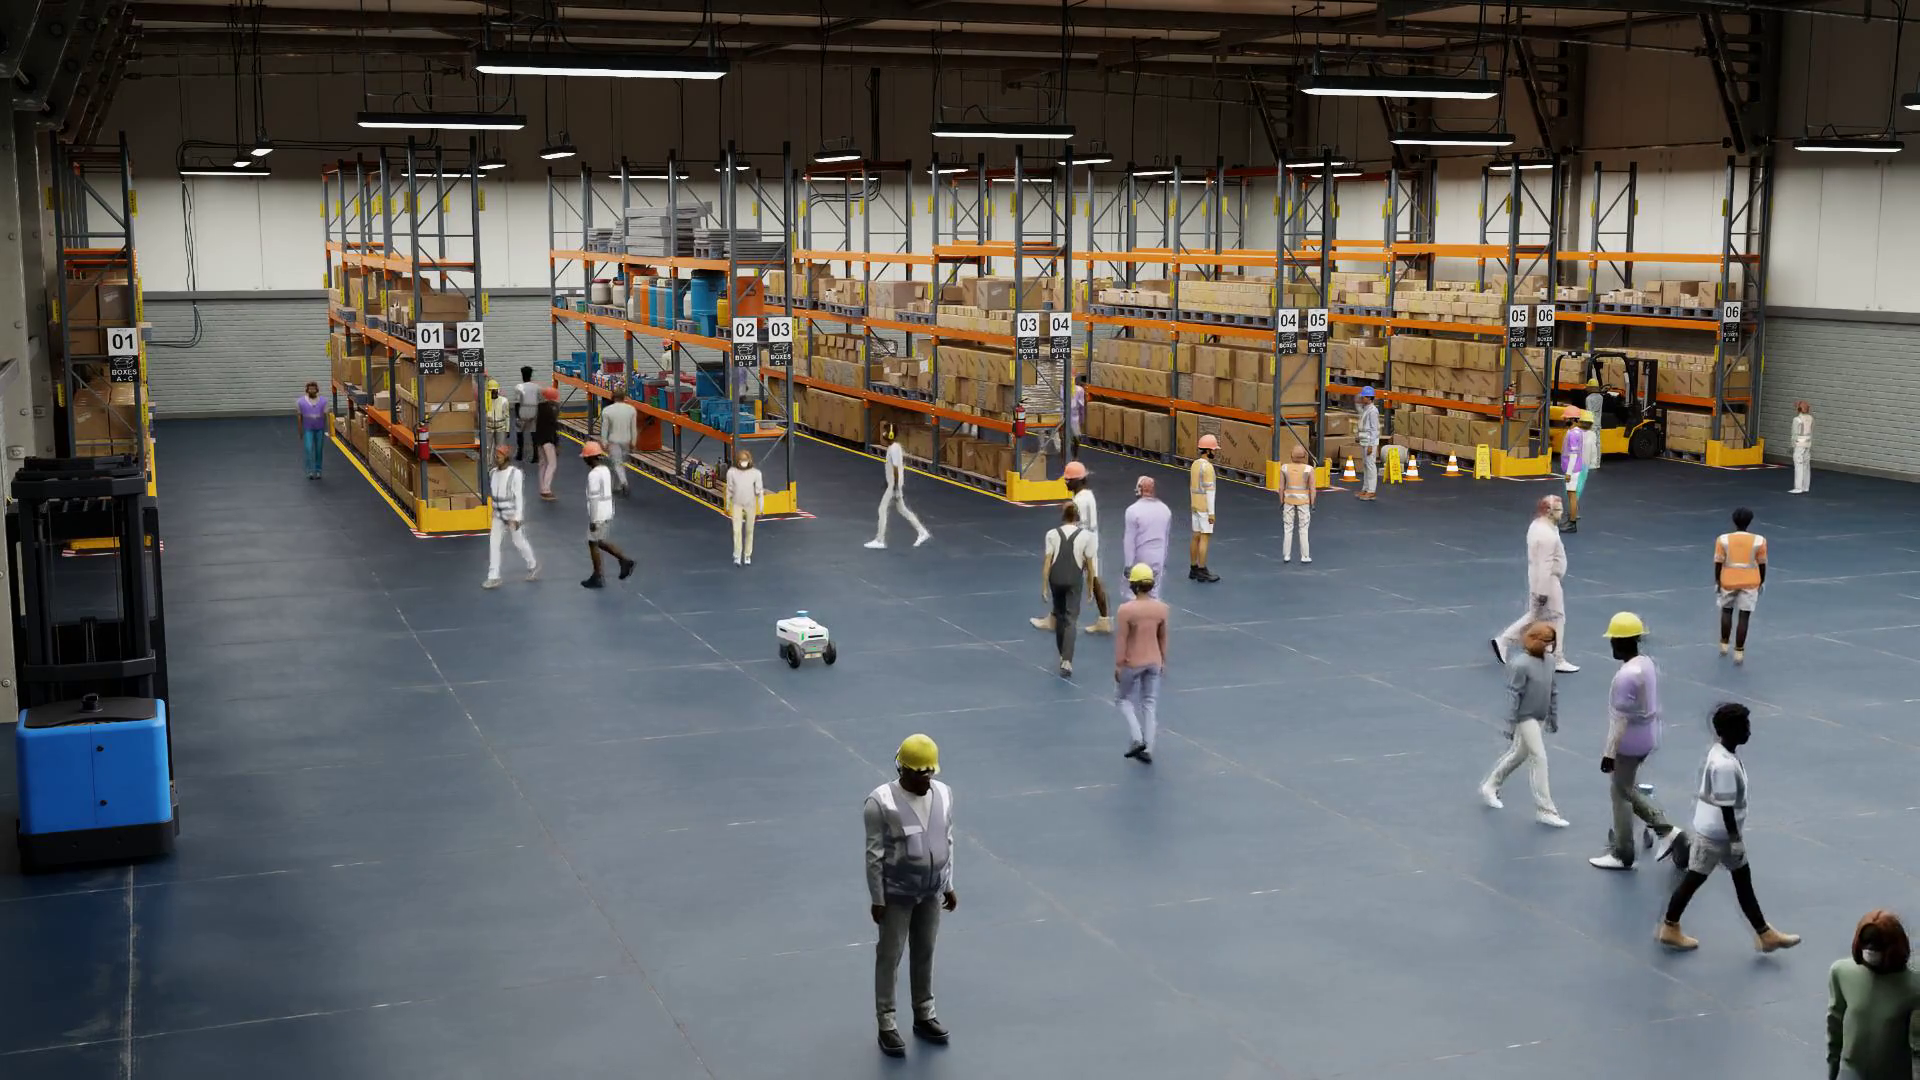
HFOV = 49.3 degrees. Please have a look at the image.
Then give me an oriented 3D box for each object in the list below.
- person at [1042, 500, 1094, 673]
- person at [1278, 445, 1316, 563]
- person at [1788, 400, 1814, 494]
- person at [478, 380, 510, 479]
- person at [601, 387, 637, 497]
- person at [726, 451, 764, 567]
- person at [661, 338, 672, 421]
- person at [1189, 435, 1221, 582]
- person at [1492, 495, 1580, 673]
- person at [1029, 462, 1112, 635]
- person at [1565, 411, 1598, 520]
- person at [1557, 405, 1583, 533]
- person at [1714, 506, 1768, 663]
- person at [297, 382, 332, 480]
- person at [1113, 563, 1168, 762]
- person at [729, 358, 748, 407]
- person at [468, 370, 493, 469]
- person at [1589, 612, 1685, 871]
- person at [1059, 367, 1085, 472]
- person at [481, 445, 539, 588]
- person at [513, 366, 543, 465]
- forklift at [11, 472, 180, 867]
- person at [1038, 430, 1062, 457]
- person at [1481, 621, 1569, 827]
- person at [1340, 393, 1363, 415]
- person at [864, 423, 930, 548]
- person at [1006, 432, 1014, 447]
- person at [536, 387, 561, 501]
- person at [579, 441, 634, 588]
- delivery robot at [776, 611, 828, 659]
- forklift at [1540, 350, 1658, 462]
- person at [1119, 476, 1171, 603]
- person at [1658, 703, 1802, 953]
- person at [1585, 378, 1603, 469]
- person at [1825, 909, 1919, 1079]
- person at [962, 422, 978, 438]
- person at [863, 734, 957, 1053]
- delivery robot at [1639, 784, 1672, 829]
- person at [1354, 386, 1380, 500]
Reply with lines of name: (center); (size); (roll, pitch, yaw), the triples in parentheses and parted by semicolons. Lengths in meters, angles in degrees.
person: (1.138, 0.492, 22.111); (0.534, 1.793, 0.912); (2, 9, 12)
person: (4.695, -0.493, 29.182); (0.536, 1.643, 0.350); (3, 9, 21)
person: (14.751, -1.630, 36.712); (0.522, 1.636, 0.310); (-6, 10, -33)
person: (-8.661, -2.061, 38.933); (0.588, 1.835, 0.403); (-3, 9, -18)
person: (-5.865, -1.685, 36.182); (0.635, 1.915, 0.865); (-5, 10, -31)
person: (-2.961, -0.427, 28.805); (0.530, 1.587, 0.831); (0, 9, -3)
person: (-7.023, -3.892, 50.643); (0.406, 1.987, 0.615); (5, 10, 29)
person: (3.254, -0.431, 27.723); (0.376, 1.936, 0.549); (-3, 9, -16)
person: (6.099, 0.447, 22.076); (0.811, 1.878, 0.650); (0, 9, 3)
person: (1.288, 0.097, 24.017); (1.011, 1.996, 0.635); (3, 9, 18)
person: (9.953, -1.194, 33.437); (0.539, 1.734, 0.581); (-4, 9, -23)
person: (9.369, -1.096, 32.144); (0.350, 1.942, 0.545); (3, 9, 18)
person: (8.419, 0.468, 22.592); (0.540, 1.673, 0.630); (4, 9, 25)
person: (-11.897, -2.005, 38.641); (0.589, 1.799, 0.929); (-3, 9, -21)
person: (1.567, 1.072, 18.316); (0.542, 1.750, 0.374); (-4, 9, -25)
person: (-5.270, -3.697, 49.701); (0.607, 1.871, 0.828); (-4, 9, -25)
person: (-9.335, -2.378, 40.648); (0.642, 1.948, 0.952); (-5, 10, -32)
person: (4.905, 1.471, 15.174); (0.567, 1.905, 0.583); (5, 10, 28)
person: (2.064, -2.268, 39.696); (0.631, 2.027, 0.492); (-1, 9, -8)
person: (-5.890, -0.338, 27.432); (0.588, 1.851, 0.929); (5, 10, 30)
person: (-8.550, -2.459, 41.264); (0.618, 1.931, 0.880); (-6, 10, -33)
forklift: (-6.630, 0.886, 15.957); (1.129, 2.768, 1.873); (-3, 9, -21)
person: (1.821, -2.586, 42.601); (0.627, 1.782, 0.983); (-2, 9, -14)
person: (4.496, 1.410, 16.618); (0.505, 1.590, 0.854); (-7, 11, -41)
person: (8.940, -3.405, 47.709); (0.630, 1.904, 0.974); (-4, 9, -24)
person: (-0.902, -0.800, 30.539); (0.925, 1.841, 0.505); (1, 9, 6)
person: (0.967, -2.607, 42.266); (0.366, 1.927, 0.588); (-1, 9, -8)
person: (-7.067, -1.655, 35.904); (0.377, 1.944, 0.706); (-5, 10, -31)
person: (-4.621, -0.334, 27.158); (0.625, 1.915, 0.540); (2, 9, 11)
delivery robot: (-1.703, 1.008, 22.551); (0.477, 0.478, 0.707); (-5, 10, -29)
forklift: (12.897, -2.725, 42.309); (2.313, 2.155, 1.214); (-3, 9, -21)
person: (2.065, 0.228, 23.466); (0.678, 1.890, 0.431); (-6, 10, -35)
person: (4.936, 1.857, 13.410); (0.884, 1.641, 0.544); (4, 9, 24)
person: (12.228, -2.254, 40.518); (0.484, 1.745, 0.297); (-7, 11, -39)
person: (4.111, 2.475, 9.448); (0.517, 1.603, 0.755); (7, 11, 40)
person: (0.265, -2.931, 44.787); (0.654, 1.812, 0.436); (2, 9, 15)
person: (-0.266, 1.992, 11.954); (0.587, 1.823, 0.404); (-6, 10, -34)
delivery robot: (5.079, 1.933, 15.521); (0.335, 0.223, 0.698); (0, 8, 0)
person: (7.004, -1.669, 35.936); (0.389, 1.949, 0.604); (0, 9, -1)
